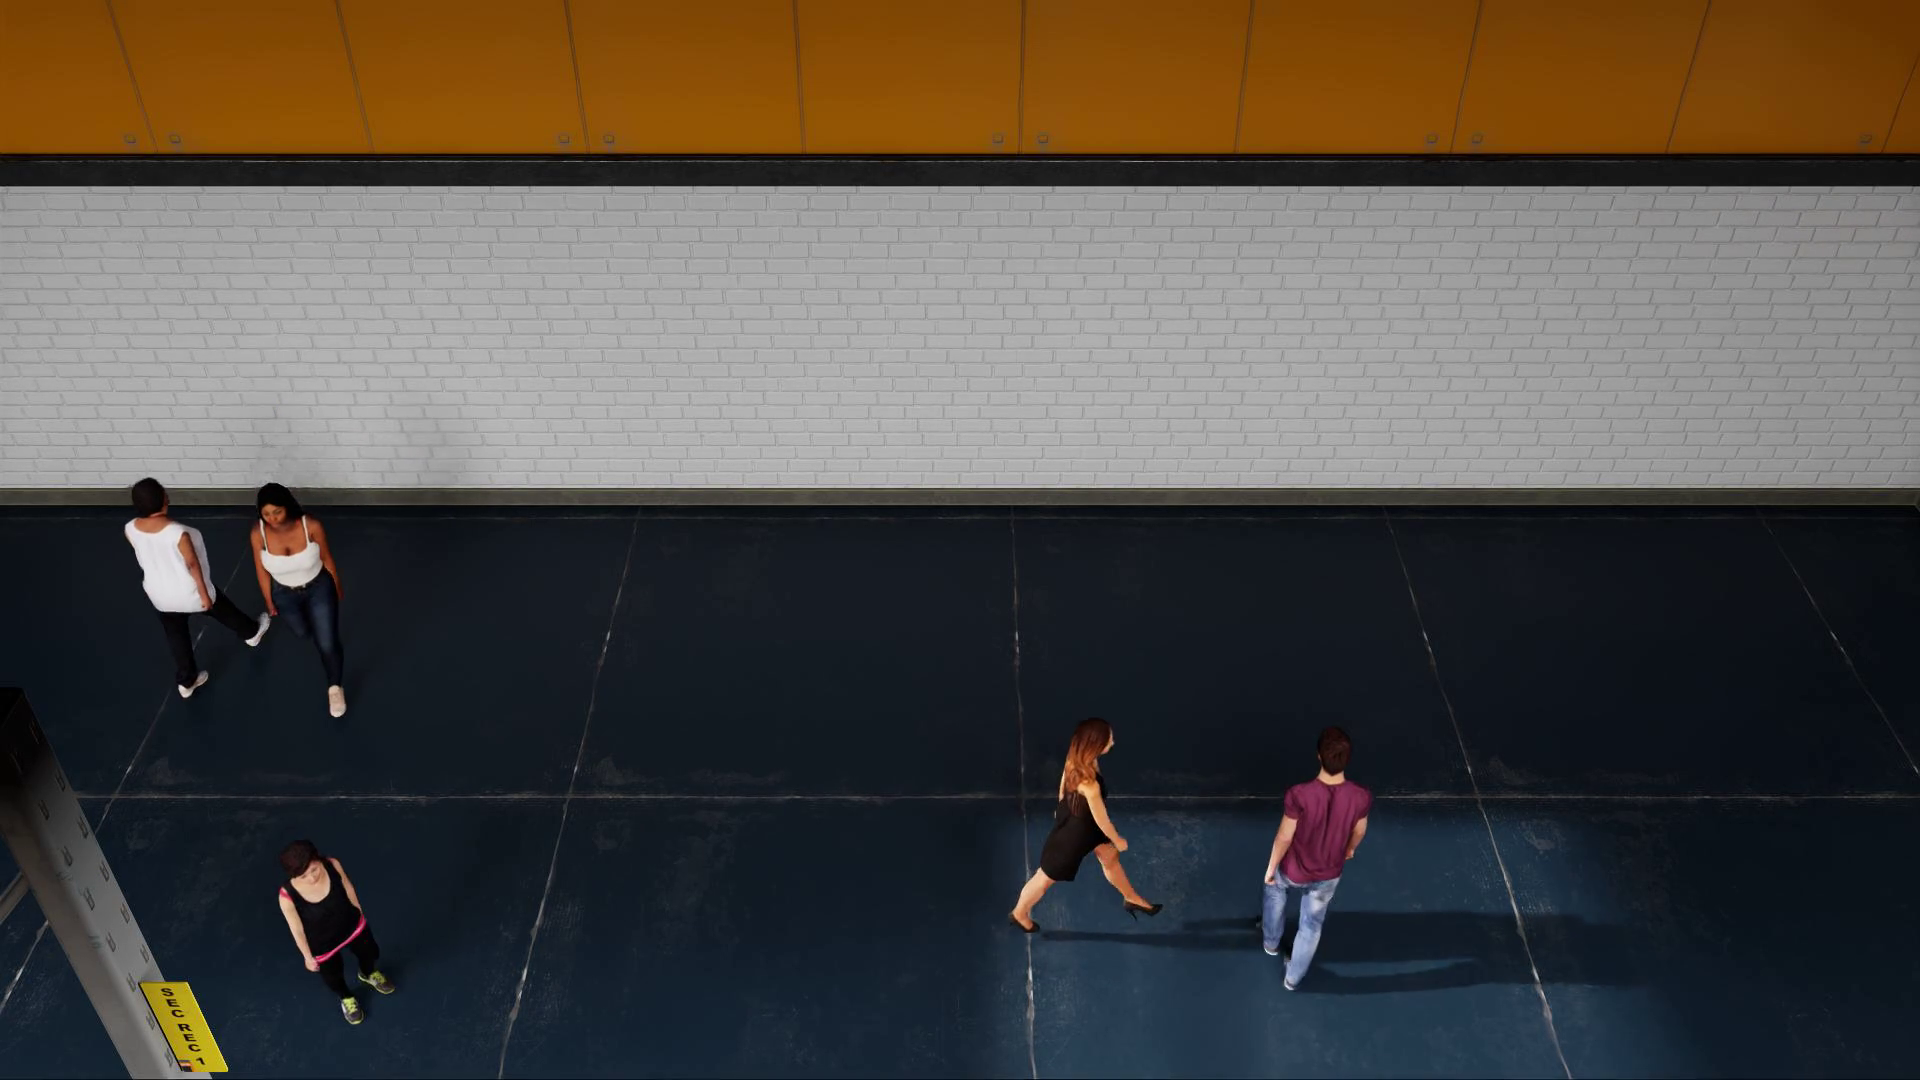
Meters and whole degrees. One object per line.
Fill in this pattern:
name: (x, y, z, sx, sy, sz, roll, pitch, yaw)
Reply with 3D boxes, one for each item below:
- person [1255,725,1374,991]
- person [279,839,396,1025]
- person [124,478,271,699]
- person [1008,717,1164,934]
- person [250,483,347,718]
person: (1.970, 1.870, 9.283, 0.695, 1.821, 0.731, 0, 39, 1)
person: (-3.504, 2.126, 9.197, 0.777, 1.529, 0.709, 21, 43, 25)
person: (-5.337, 0.355, 11.316, 0.851, 1.652, 1.140, 10, 40, 12)
person: (0.562, 1.717, 9.503, 0.657, 1.785, 1.102, -3, 39, -4)
person: (-4.448, 0.295, 11.290, 0.837, 1.778, 1.192, -7, 39, -9)
